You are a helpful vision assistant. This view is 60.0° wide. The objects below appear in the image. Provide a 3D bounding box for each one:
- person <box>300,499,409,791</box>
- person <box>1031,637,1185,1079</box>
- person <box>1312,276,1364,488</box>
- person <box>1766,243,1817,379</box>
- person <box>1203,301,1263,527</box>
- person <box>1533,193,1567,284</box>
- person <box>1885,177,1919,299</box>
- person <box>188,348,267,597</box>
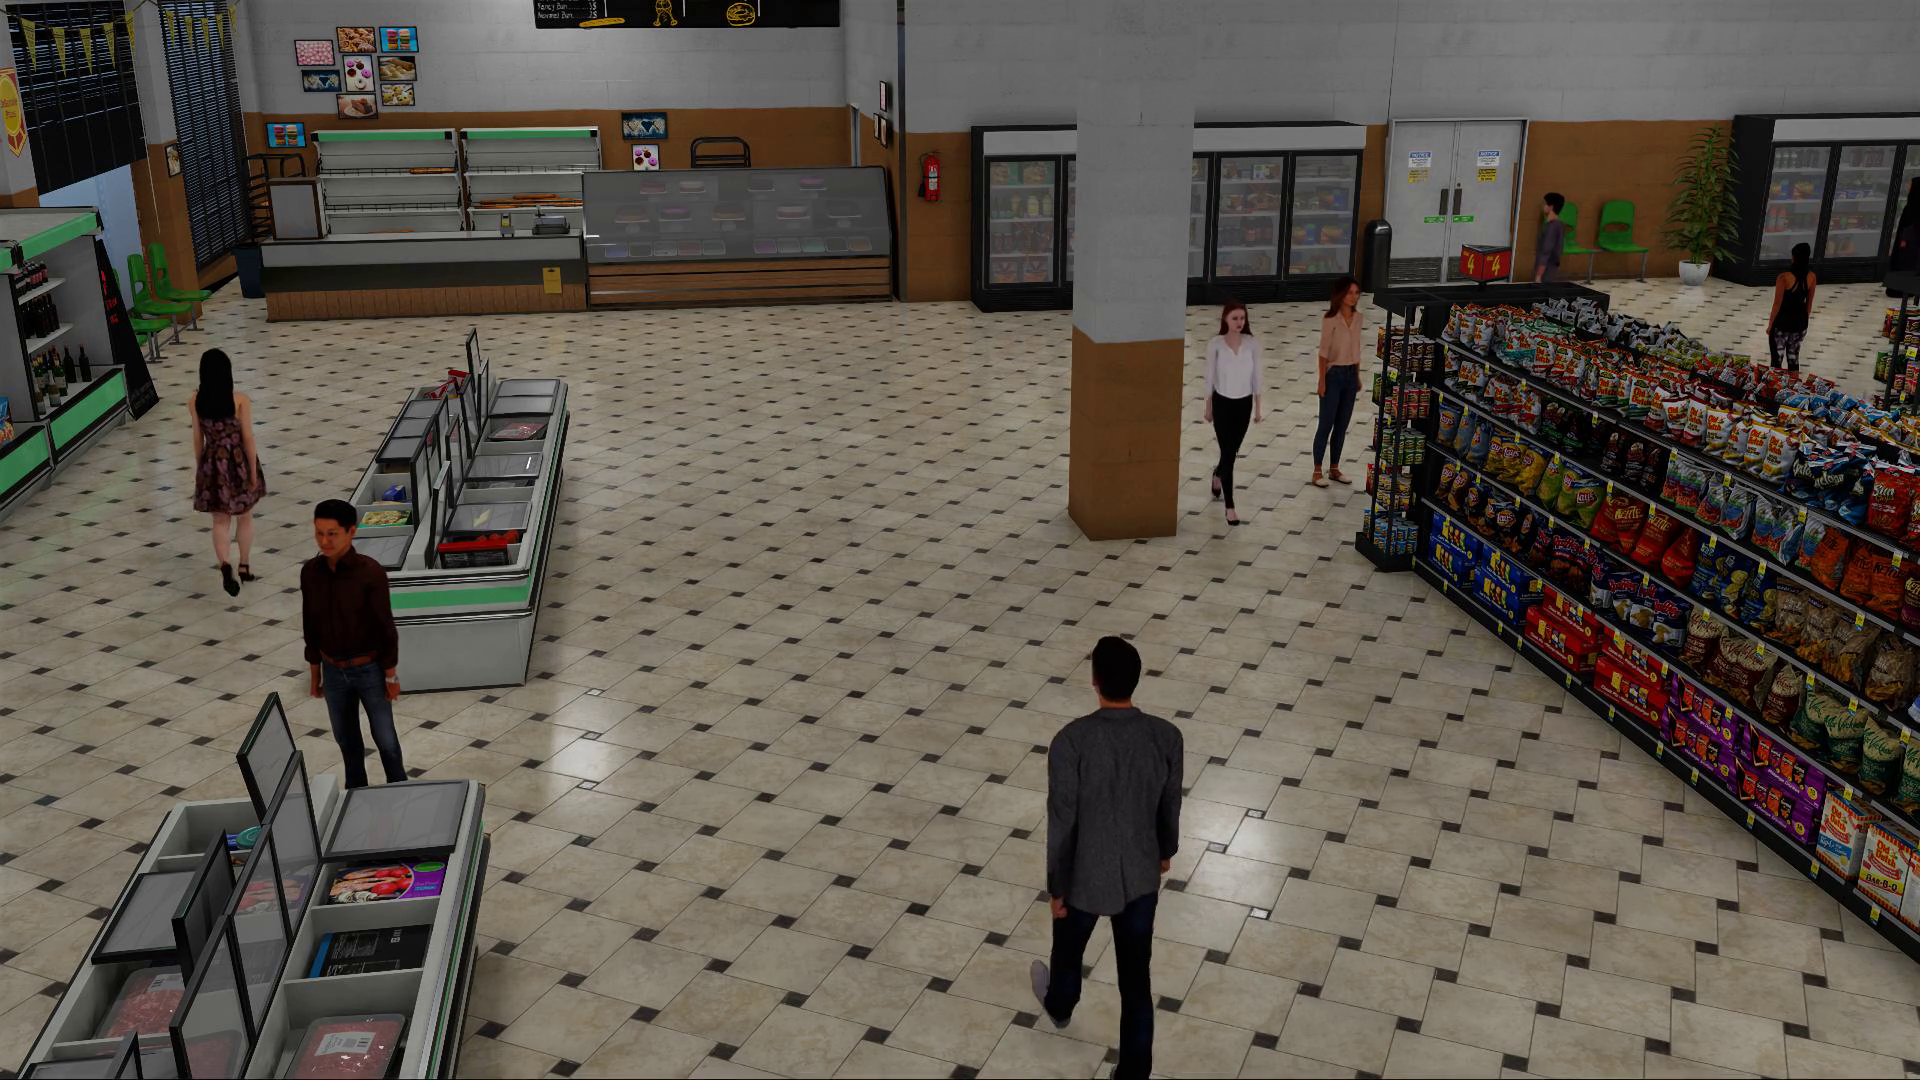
[{"bbox_3d":[-2.982,0.634,8.227,0.696,1.777,0.631,3,19,9],"label":"person"},{"bbox_3d":[0.581,1.307,6.156,0.719,1.824,1.096,-4,19,-11],"label":"person"},{"bbox_3d":[3.203,-1.350,14.089,0.653,1.790,0.612,-9,21,-25],"label":"person"},{"bbox_3d":[8.357,-2.182,16.759,0.584,1.662,0.497,-3,19,-8],"label":"person"},{"bbox_3d":[2.144,-1.029,13.244,0.627,1.722,1.140,-3,19,-8],"label":"person"},{"bbox_3d":[6.733,-2.977,18.855,1.129,1.828,1.133,9,21,25],"label":"person"},{"bbox_3d":[12.887,-4.108,22.546,0.777,1.614,0.727,15,24,37],"label":"person"},{"bbox_3d":[-4.999,-0.392,11.327,0.660,1.740,1.159,-5,19,-14],"label":"person"}]
